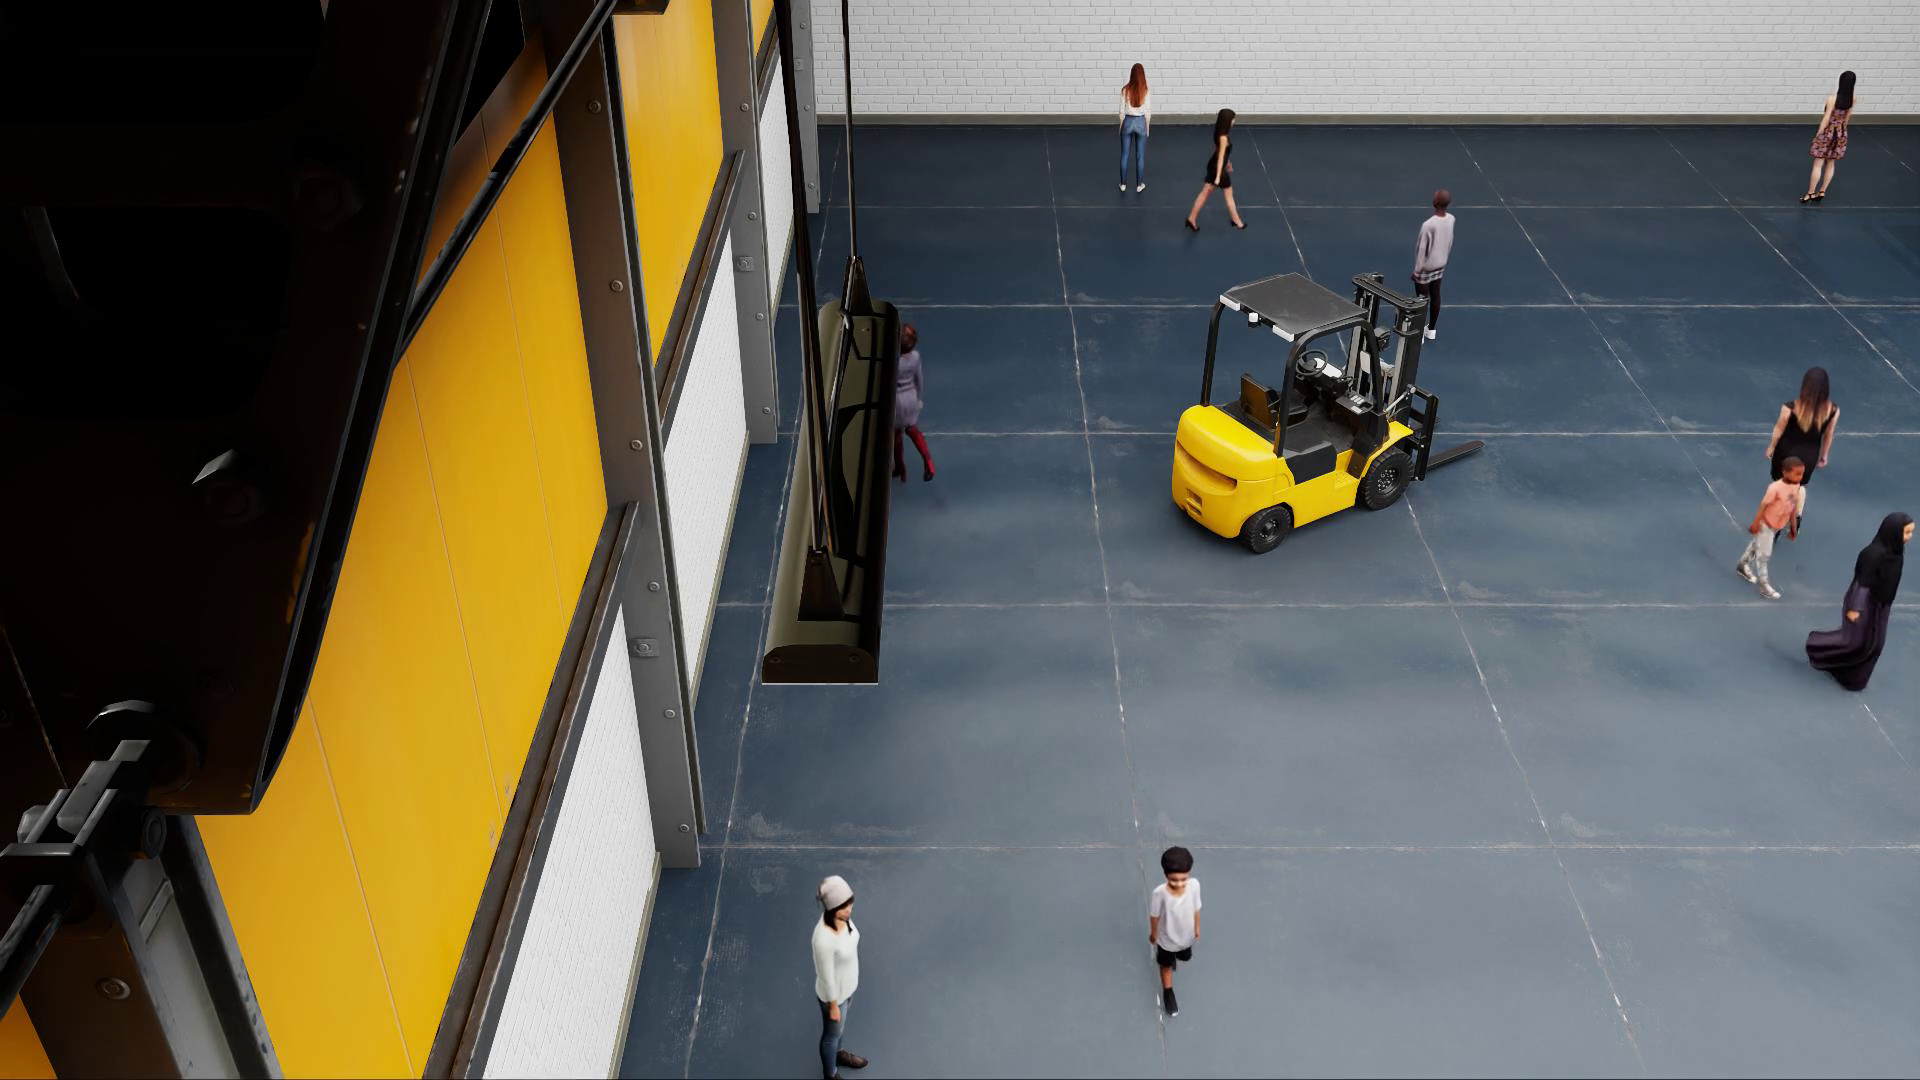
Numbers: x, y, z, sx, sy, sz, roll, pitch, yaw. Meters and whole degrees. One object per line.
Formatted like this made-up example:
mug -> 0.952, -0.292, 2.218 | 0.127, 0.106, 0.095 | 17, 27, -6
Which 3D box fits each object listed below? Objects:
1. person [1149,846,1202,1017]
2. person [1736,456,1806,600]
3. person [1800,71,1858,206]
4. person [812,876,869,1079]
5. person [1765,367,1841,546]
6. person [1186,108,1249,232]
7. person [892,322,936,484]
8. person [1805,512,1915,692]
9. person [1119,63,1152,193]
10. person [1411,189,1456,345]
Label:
person -> 1.364, 2.423, 10.620 | 0.578, 1.252, 0.772 | -7, 34, -10
person -> 7.035, -0.196, 14.526 | 0.660, 1.290, 0.837 | -13, 36, -19
person -> 11.345, -5.246, 21.686 | 0.736, 1.774, 0.752 | -8, 35, -12
person -> -0.737, 2.641, 9.934 | 0.672, 1.649, 0.508 | 7, 34, 10
person -> 7.521, -0.688, 14.899 | 0.640, 1.697, 0.683 | 1, 34, 2
person -> 3.149, -4.600, 20.873 | 0.724, 1.599, 1.007 | -6, 34, -8
person -> -0.491, -1.235, 15.723 | 0.868, 1.696, 0.960 | -24, 40, -31
person -> 7.190, 0.448, 13.276 | 0.817, 1.602, 0.931 | -17, 37, -23
person -> 2.316, -5.482, 22.085 | 0.610, 1.727, 0.562 | 6, 34, 8
person -> 5.203, -3.019, 18.339 | 0.693, 1.771, 0.703 | -19, 38, -26
